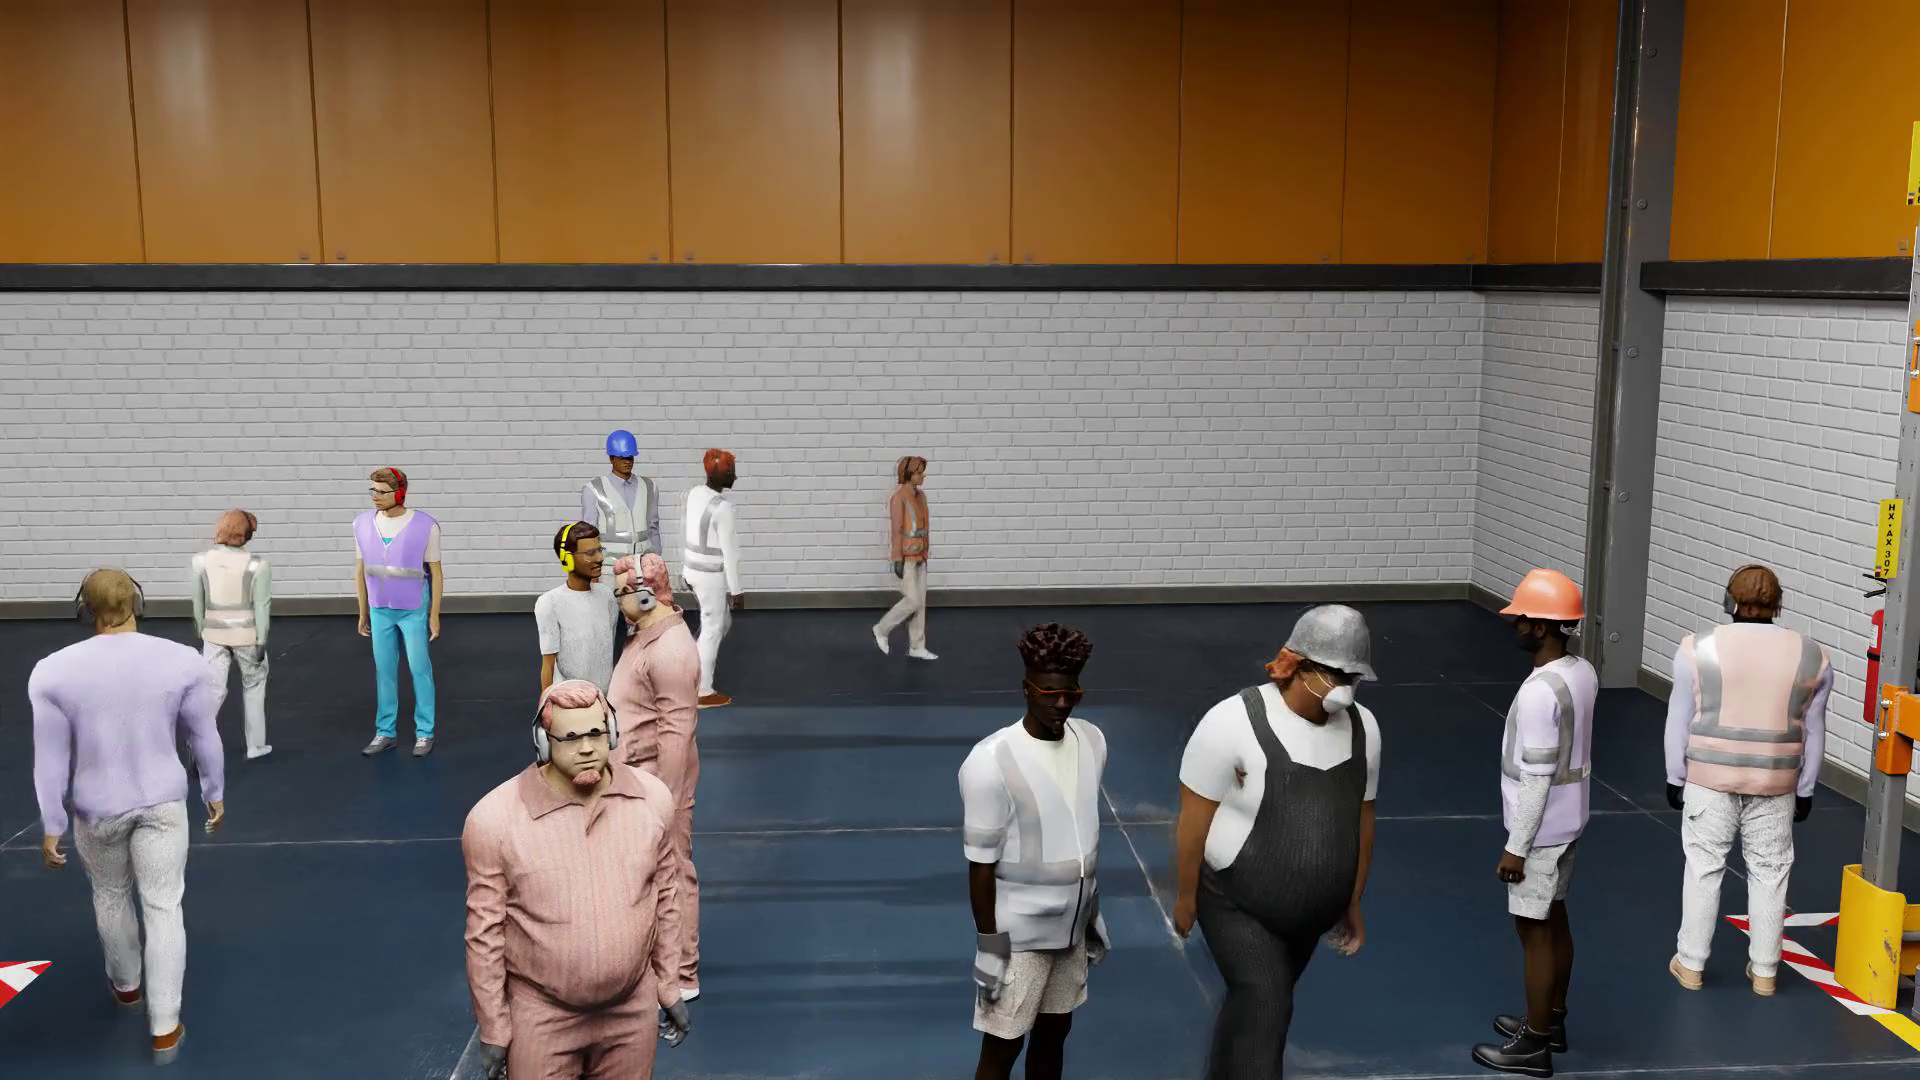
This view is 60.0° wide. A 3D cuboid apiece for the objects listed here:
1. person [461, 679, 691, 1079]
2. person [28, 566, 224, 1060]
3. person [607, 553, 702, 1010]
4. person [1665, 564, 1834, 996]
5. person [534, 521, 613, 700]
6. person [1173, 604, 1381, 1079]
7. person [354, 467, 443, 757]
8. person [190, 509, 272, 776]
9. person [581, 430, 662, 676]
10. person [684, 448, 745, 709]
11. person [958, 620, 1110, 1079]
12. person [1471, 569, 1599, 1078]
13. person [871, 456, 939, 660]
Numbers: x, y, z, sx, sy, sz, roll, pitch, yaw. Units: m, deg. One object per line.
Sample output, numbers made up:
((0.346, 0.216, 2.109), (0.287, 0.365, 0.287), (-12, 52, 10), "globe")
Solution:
((-1.073, 1.333, 4.761), (0.639, 1.910, 0.407), (-6, 11, -33), "person")
((-3.303, 1.036, 6.655), (0.664, 1.892, 0.940), (-5, 10, -27), "person")
((-1.282, 0.993, 6.926), (0.406, 1.902, 0.638), (-3, 9, -16), "person")
((3.298, 1.012, 7.026), (0.615, 1.835, 0.428), (2, 9, 15), "person")
((-1.798, 0.838, 7.974), (0.328, 1.877, 0.510), (4, 10, 26), "person")
((1.103, 1.146, 5.522), (0.692, 2.000, 0.838), (-5, 10, -30), "person")
((-3.533, 0.448, 10.522), (0.564, 1.842, 0.393), (1, 9, 8), "person")
((-4.468, 0.622, 10.154), (0.520, 1.609, 0.732), (0, 9, -1), "person")
((-2.393, 0.185, 11.845), (0.605, 1.948, 0.390), (-7, 12, -39), "person")
((-1.726, 0.276, 11.589), (0.385, 1.858, 0.672), (-5, 10, -28), "person")
((0.256, 1.217, 5.314), (0.607, 1.963, 0.374), (-9, 13, -44), "person")
((2.194, 1.068, 6.330), (0.354, 1.939, 0.544), (6, 11, 35), "person")
((-0.414, 0.144, 13.077), (0.437, 1.626, 0.530), (4, 10, 24), "person")
